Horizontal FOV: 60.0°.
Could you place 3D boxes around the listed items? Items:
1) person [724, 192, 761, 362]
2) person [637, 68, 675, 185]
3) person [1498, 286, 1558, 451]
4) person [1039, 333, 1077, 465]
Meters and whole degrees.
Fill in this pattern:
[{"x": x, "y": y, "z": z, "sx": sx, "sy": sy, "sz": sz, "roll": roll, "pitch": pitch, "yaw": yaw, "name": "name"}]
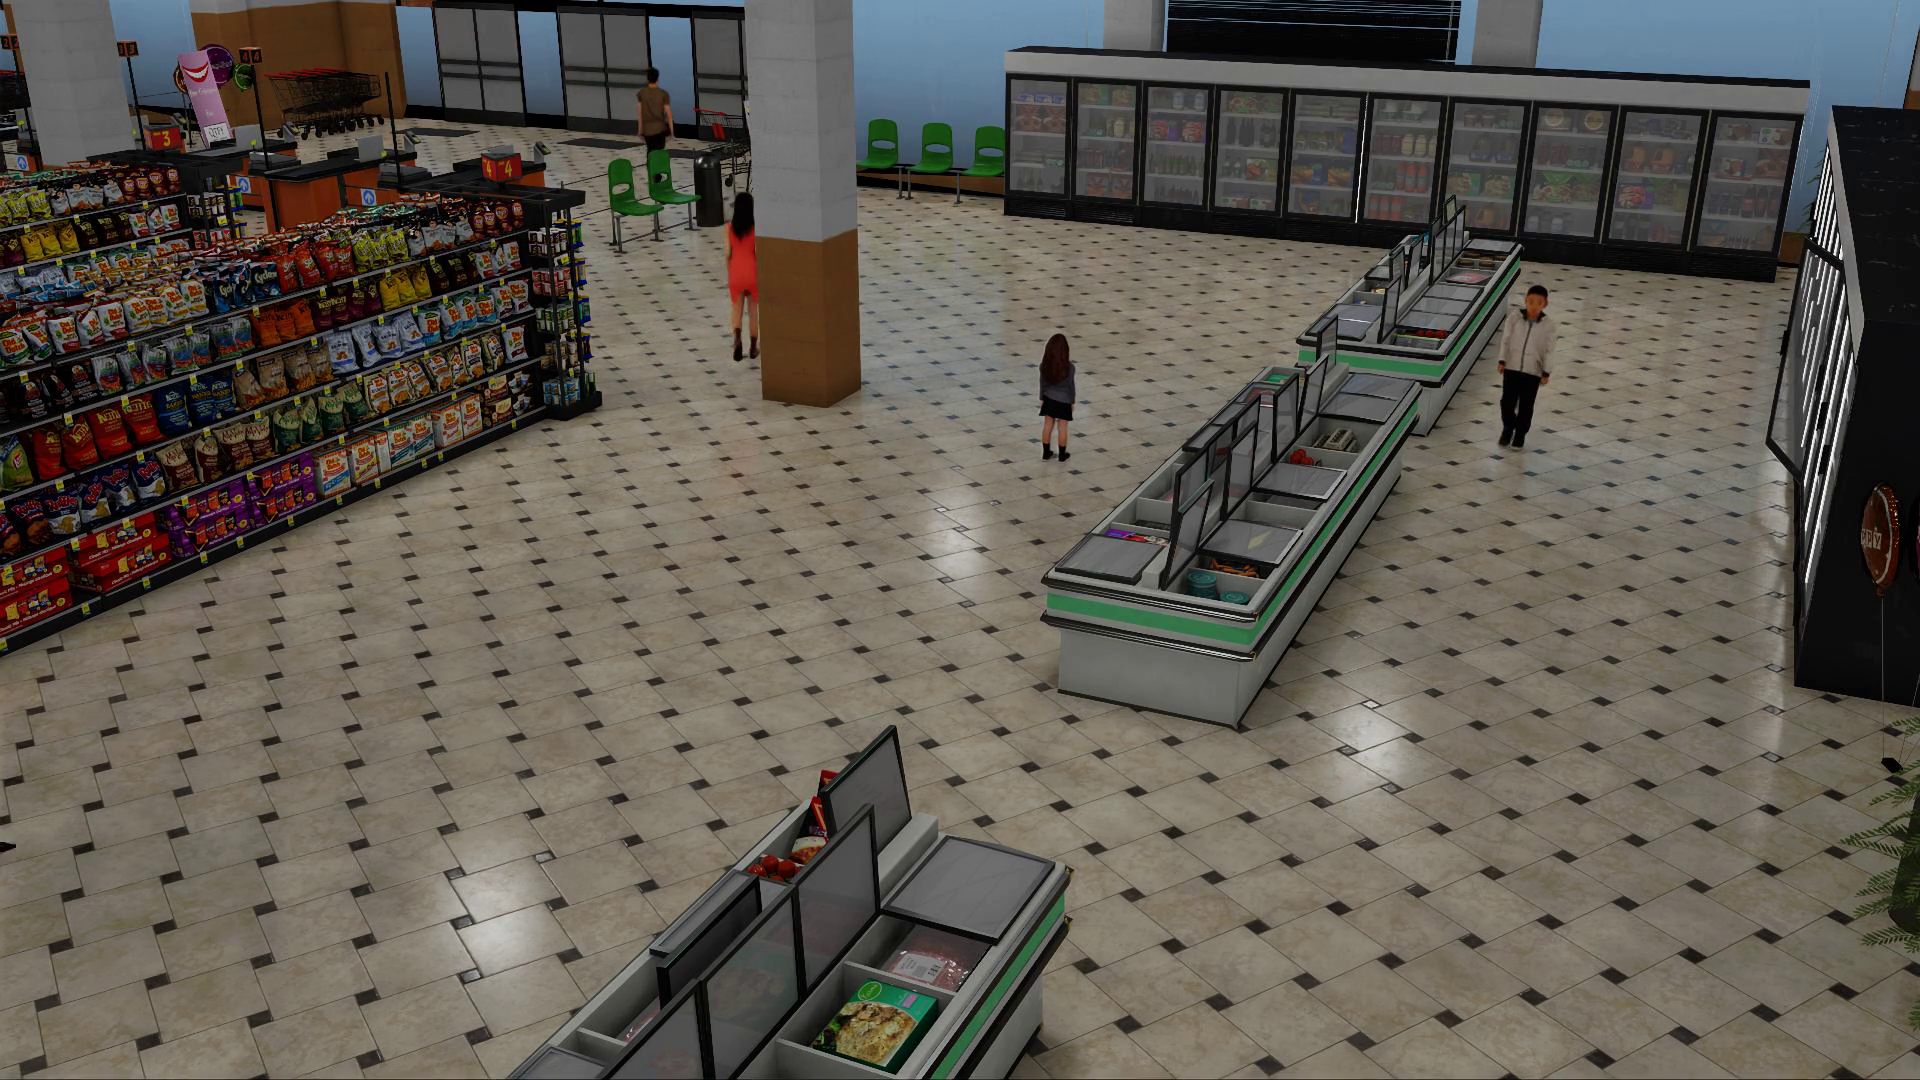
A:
[{"x": -2.154, "y": -2.584, "z": 16.573, "sx": 0.813, "sy": 1.702, "sz": 1.008, "roll": 1, "pitch": 22, "yaw": 2, "name": "person"}, {"x": -4.736, "y": -6.302, "z": 25.656, "sx": 0.875, "sy": 1.829, "sz": 1.000, "roll": 1, "pitch": 22, "yaw": 3, "name": "person"}, {"x": 4.824, "y": -1.481, "z": 14.184, "sx": 0.606, "sy": 1.437, "sz": 0.533, "roll": 10, "pitch": 24, "yaw": 24, "name": "person"}, {"x": 0.811, "y": -1.192, "z": 13.907, "sx": 0.460, "sy": 1.106, "sz": 0.434, "roll": 10, "pitch": 24, "yaw": 22, "name": "person"}]
